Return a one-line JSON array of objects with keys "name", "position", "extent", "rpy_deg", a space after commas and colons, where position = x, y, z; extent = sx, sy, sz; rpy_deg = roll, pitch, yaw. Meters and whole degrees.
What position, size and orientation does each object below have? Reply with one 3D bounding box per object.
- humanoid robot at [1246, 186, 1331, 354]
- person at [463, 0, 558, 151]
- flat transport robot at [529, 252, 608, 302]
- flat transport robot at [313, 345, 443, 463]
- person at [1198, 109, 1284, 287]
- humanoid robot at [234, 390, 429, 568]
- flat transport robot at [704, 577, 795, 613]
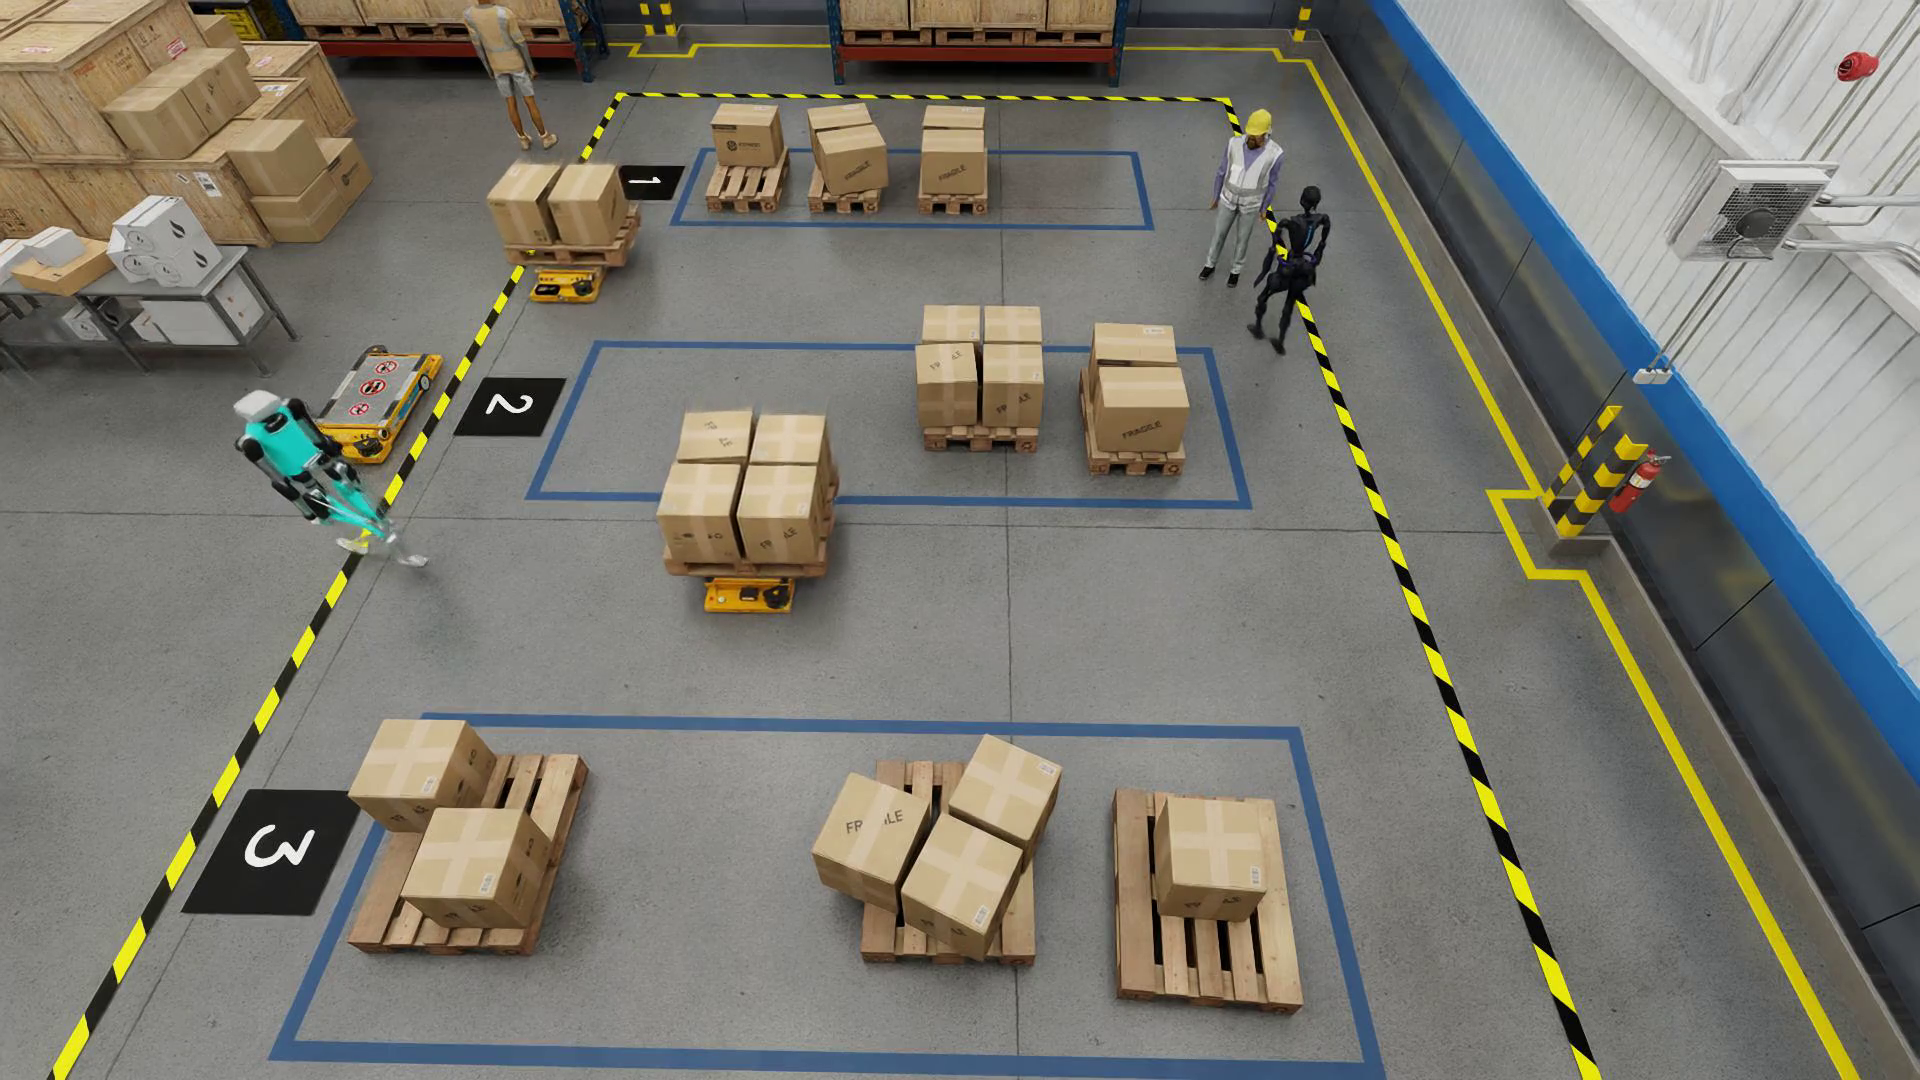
[{"name": "humanoid robot", "position": [3.092, -2.539, 8.595], "extent": [0.585, 1.639, 0.513], "rpy_deg": [-7, 50, -6]}, {"name": "person", "position": [-5.451, -5.741, 11.062], "extent": [0.606, 2.048, 0.366], "rpy_deg": [-3, 50, -2]}, {"name": "flat transport robot", "position": [-4.139, -3.089, 9.963], "extent": [0.652, 0.197, 1.431], "rpy_deg": [1, 50, 1]}, {"name": "flat transport robot", "position": [-5.383, -1.269, 8.441], "extent": [0.659, 0.231, 1.431], "rpy_deg": [1, 50, 1]}, {"name": "person", "position": [2.828, -3.419, 9.235], "extent": [0.598, 1.829, 0.404], "rpy_deg": [21, 53, 17]}, {"name": "humanoid robot", "position": [-4.478, -0.334, 6.686], "extent": [1.031, 1.733, 0.536], "rpy_deg": [11, 51, 9]}, {"name": "flat transport robot", "position": [-1.611, -0.045, 7.387], "extent": [0.652, 0.197, 1.431], "rpy_deg": [1, 50, 1]}]
